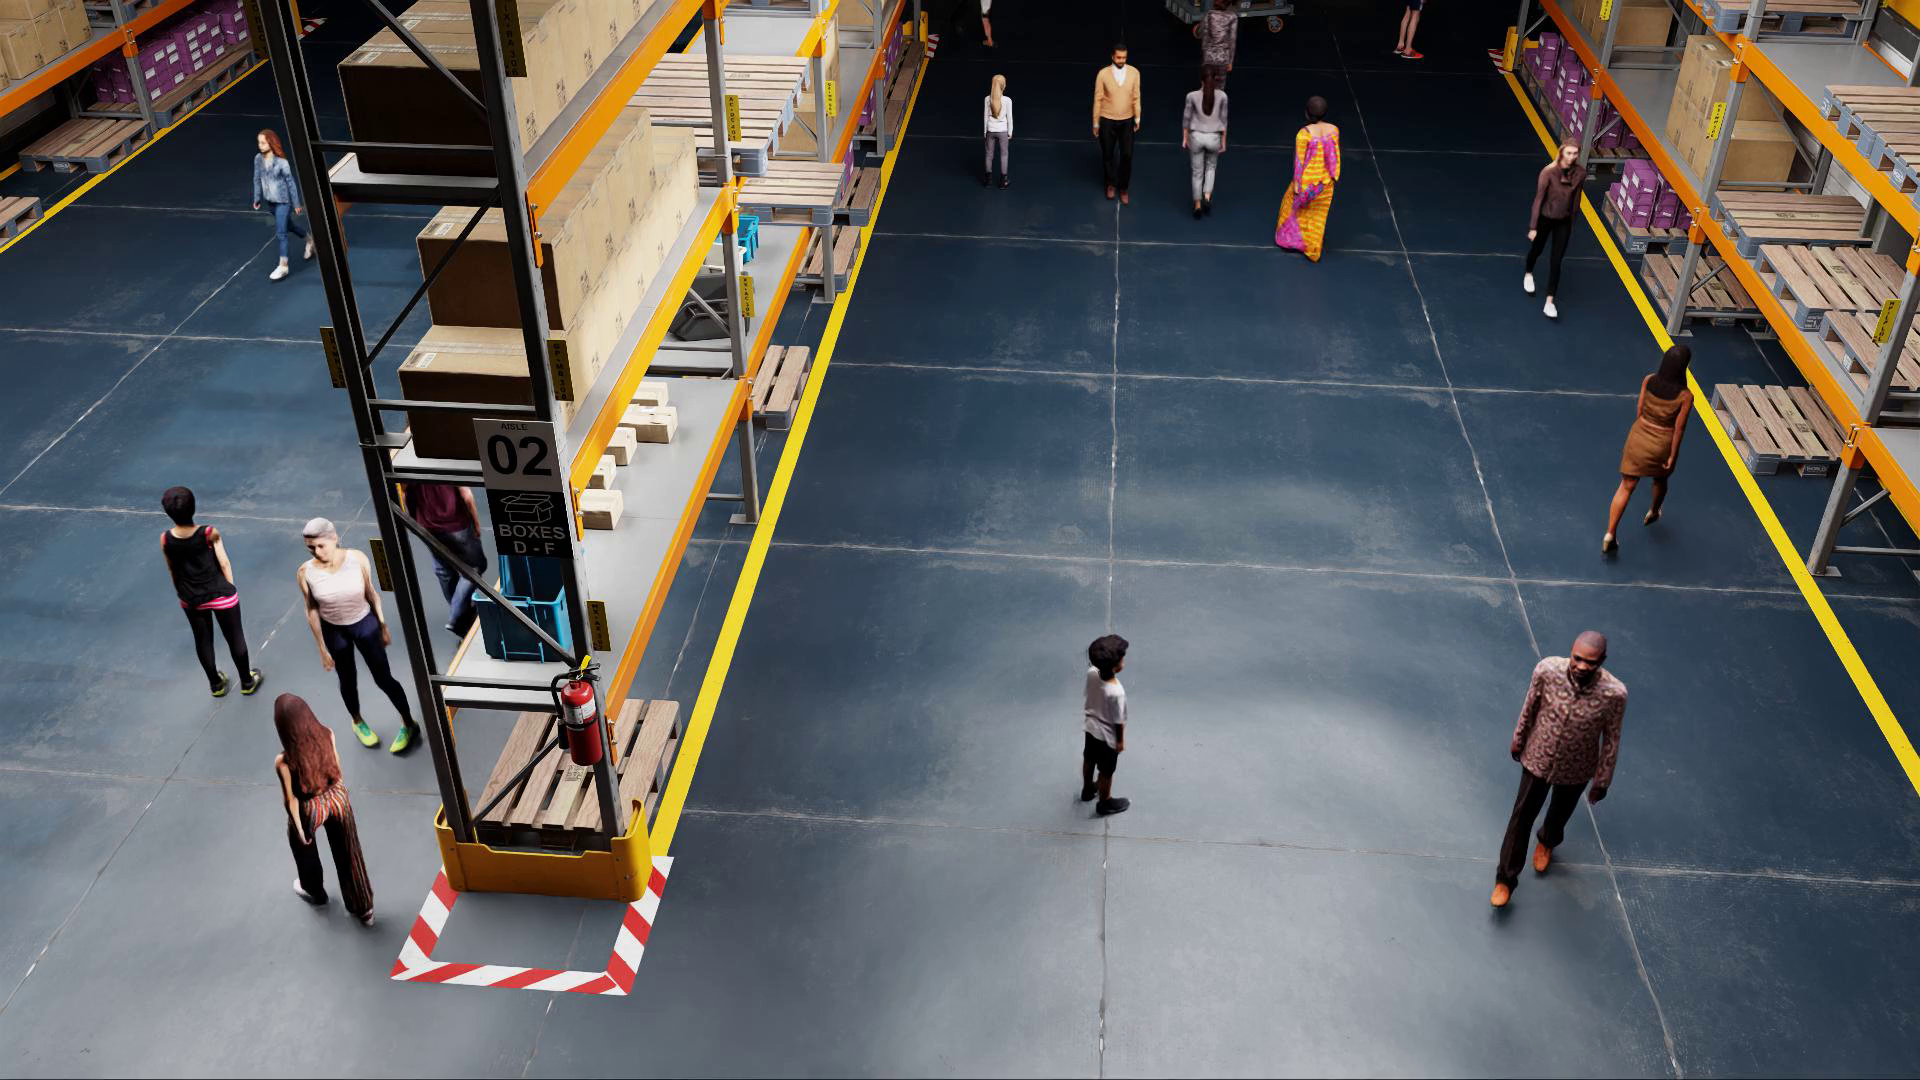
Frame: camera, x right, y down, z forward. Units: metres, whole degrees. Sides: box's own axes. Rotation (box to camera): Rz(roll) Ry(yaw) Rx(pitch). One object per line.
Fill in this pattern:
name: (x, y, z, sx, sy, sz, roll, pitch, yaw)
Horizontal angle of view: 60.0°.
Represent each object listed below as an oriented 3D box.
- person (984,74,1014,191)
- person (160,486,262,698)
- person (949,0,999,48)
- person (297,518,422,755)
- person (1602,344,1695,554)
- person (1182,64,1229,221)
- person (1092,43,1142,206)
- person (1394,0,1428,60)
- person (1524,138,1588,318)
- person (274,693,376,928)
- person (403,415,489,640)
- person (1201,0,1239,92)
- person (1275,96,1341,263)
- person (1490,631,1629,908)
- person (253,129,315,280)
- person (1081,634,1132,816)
person: (0.411, -4.560, 18.564, 0.504, 1.277, 0.520, 7, 34, 11)
person: (-4.960, 0.345, 10.942, 0.566, 1.546, 0.560, -4, 34, -5)
person: (0.154, -7.752, 22.844, 1.161, 1.855, 1.269, -22, 39, -29)
person: (-3.879, 0.557, 10.491, 0.761, 1.693, 0.771, -15, 37, -22)
person: (5.076, -0.637, 12.335, 0.981, 1.640, 1.119, 28, 43, 36)
person: (2.601, -4.184, 17.650, 0.621, 1.663, 0.588, 2, 34, 2)
person: (1.705, -4.602, 18.213, 0.741, 1.736, 0.763, -2, 34, -2)
person: (6.160, -7.460, 22.409, 0.757, 1.852, 0.561, -4, 34, -6)
person: (5.657, -3.055, 15.956, 0.659, 1.659, 1.109, 1, 34, 2)
person: (-3.472, 1.518, 9.183, 0.875, 1.540, 0.853, 27, 42, 35)
person: (-3.534, -0.087, 11.328, 0.659, 1.838, 0.848, 3, 34, 4)
person: (3.072, -5.733, 19.967, 0.599, 1.678, 1.142, 5, 34, 7)
person: (3.600, -3.656, 16.868, 0.812, 1.649, 0.931, -9, 35, -13)
person: (3.432, 1.197, 9.456, 0.978, 1.772, 1.209, 16, 37, 22)
person: (-6.777, -3.420, 16.690, 0.789, 1.454, 1.066, 14, 36, 21)
person: (0.866, 1.110, 10.051, 0.631, 1.258, 0.556, -19, 38, -26)
